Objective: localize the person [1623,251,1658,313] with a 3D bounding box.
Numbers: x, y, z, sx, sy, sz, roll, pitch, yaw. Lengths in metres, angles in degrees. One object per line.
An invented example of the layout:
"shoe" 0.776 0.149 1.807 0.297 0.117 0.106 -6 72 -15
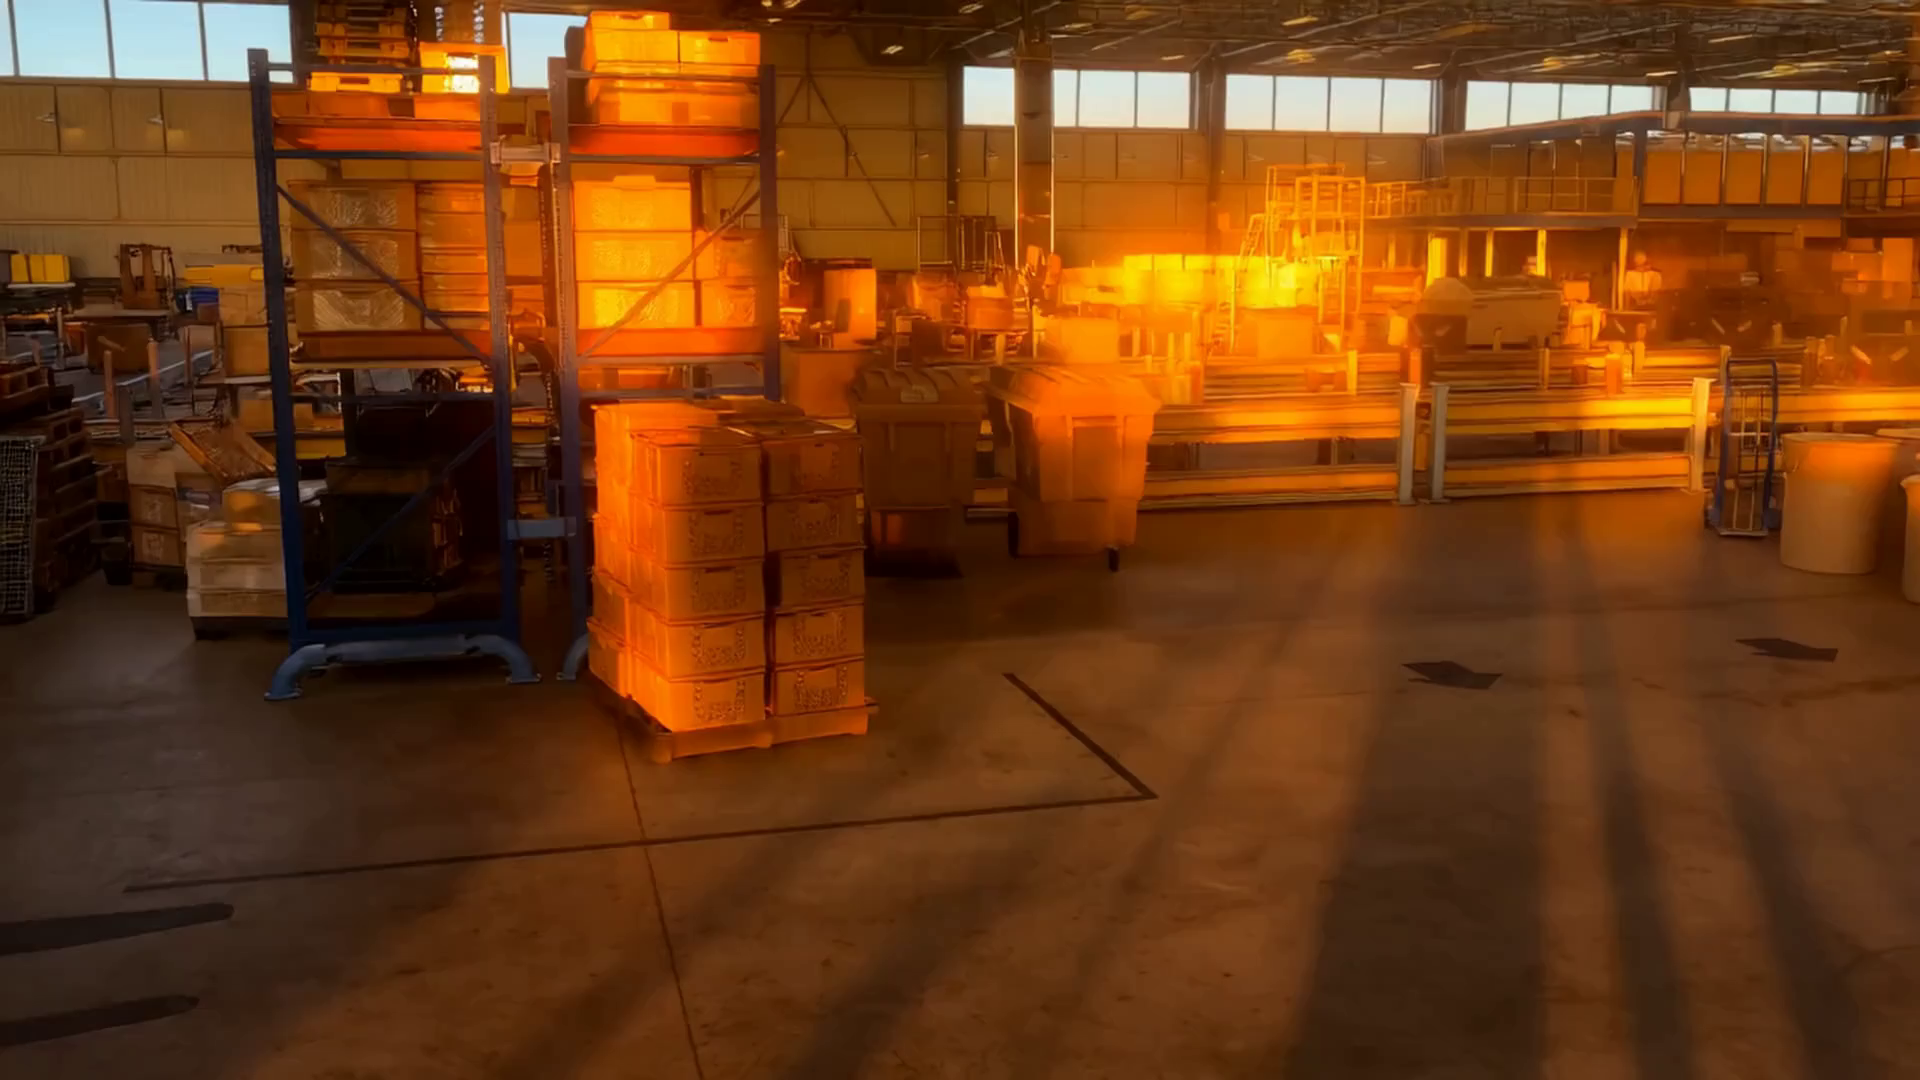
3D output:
"person" 13.377 -4.653 32.722 0.633 2.023 0.425 4 11 20

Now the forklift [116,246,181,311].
"forklift" -19.966 -6.232 40.894 1.157 1.987 2.680 -3 10 -15

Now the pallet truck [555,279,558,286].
"pallet truck" -10.604 -6.375 44.520 0.653 1.274 1.630 -3 10 -15

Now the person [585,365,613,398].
"person" -4.758 -2.554 21.610 0.530 1.755 0.401 -10 14 -43

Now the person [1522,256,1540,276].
"person" 17.174 -7.619 50.101 0.595 1.828 1.025 -3 10 -16

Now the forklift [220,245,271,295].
"forklift" -17.749 -6.334 41.440 1.157 1.987 2.680 -3 10 -17
